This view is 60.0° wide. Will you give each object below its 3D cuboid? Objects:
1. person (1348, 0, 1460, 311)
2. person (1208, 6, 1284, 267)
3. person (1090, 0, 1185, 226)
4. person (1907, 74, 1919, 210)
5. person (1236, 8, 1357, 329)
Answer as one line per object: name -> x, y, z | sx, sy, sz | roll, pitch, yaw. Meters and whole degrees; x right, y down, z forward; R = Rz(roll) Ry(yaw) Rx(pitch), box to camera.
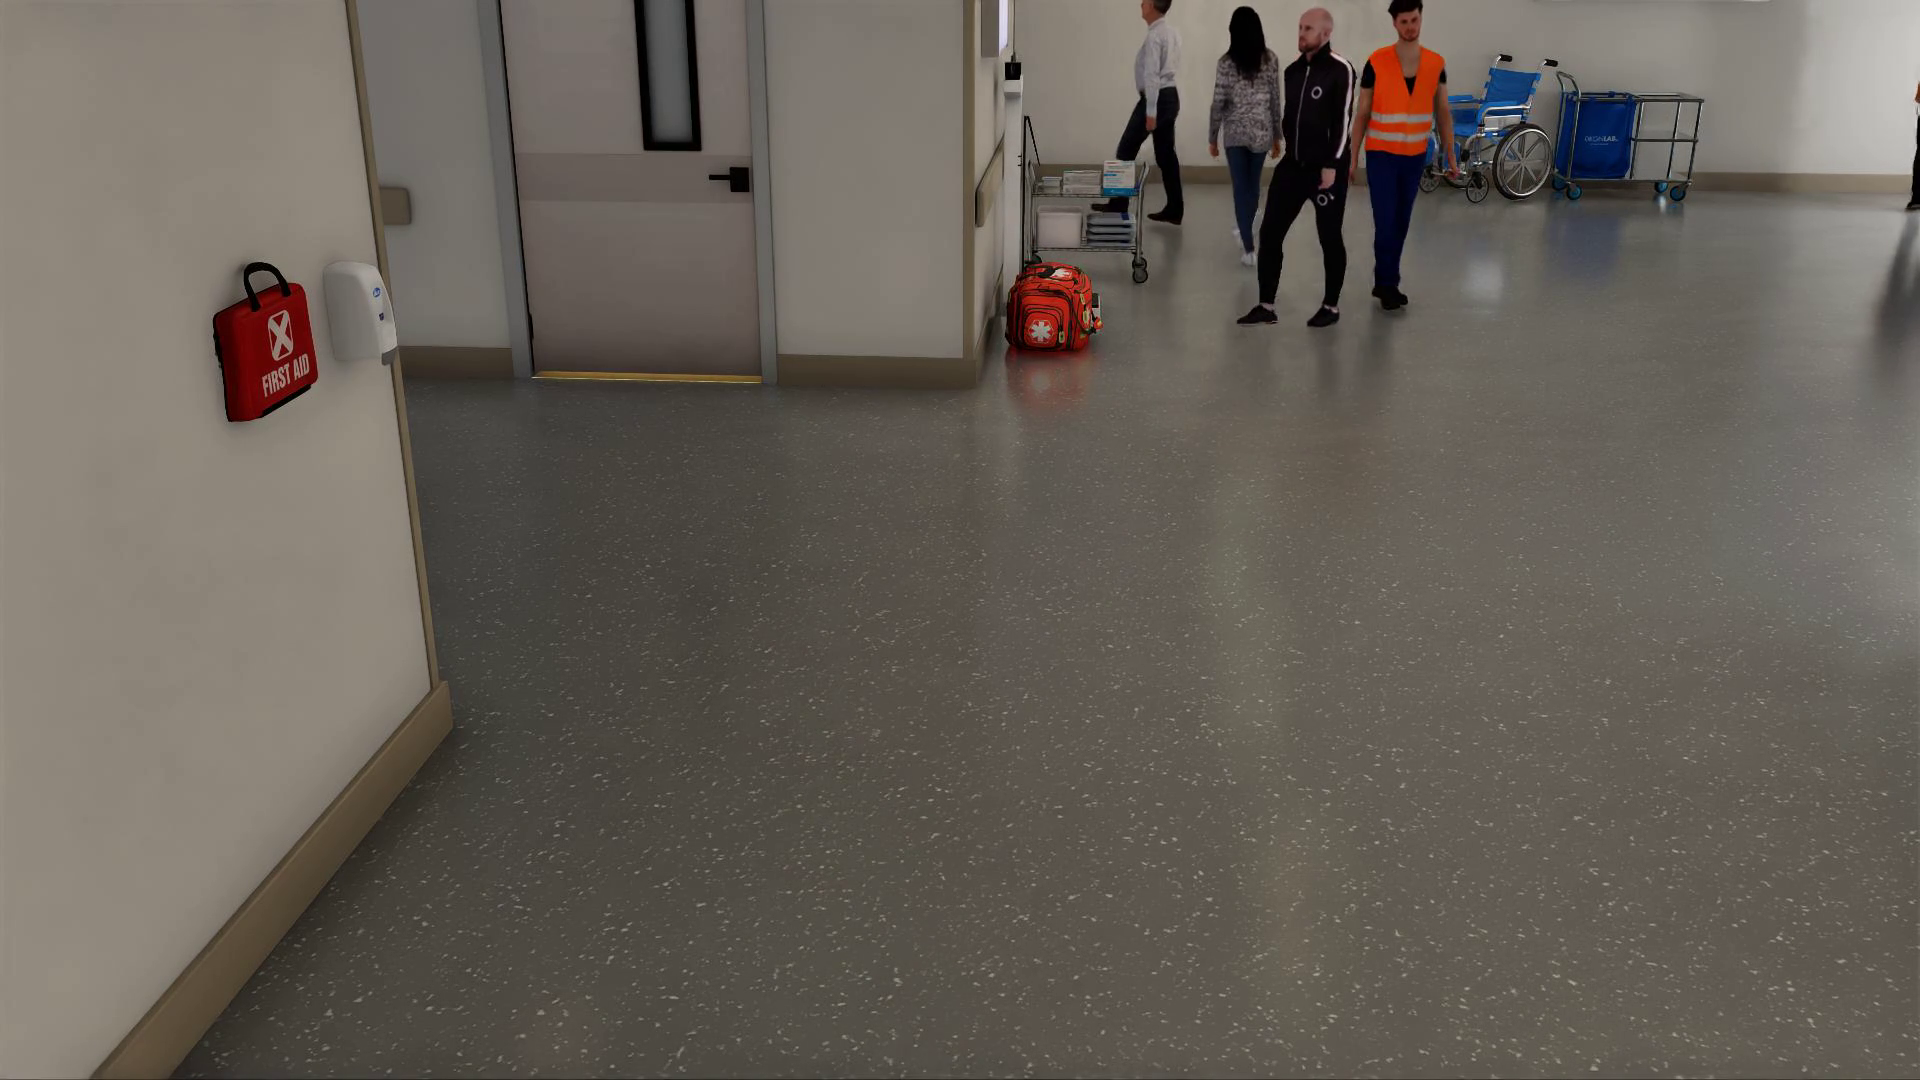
person -> 2.626, -2.360, 10.175 | 0.901, 1.860, 0.829 | -4, 21, -10
person -> 1.966, -2.716, 11.339 | 0.777, 1.700, 1.081 | -2, 21, -5
person -> 1.586, -3.317, 12.800 | 0.989, 1.791, 1.029 | 12, 24, 28
person -> 8.006, -3.581, 13.501 | 0.762, 1.787, 0.769 | 10, 23, 24
person -> 2.106, -2.103, 9.569 | 1.035, 1.808, 0.970 | -17, 27, -38
